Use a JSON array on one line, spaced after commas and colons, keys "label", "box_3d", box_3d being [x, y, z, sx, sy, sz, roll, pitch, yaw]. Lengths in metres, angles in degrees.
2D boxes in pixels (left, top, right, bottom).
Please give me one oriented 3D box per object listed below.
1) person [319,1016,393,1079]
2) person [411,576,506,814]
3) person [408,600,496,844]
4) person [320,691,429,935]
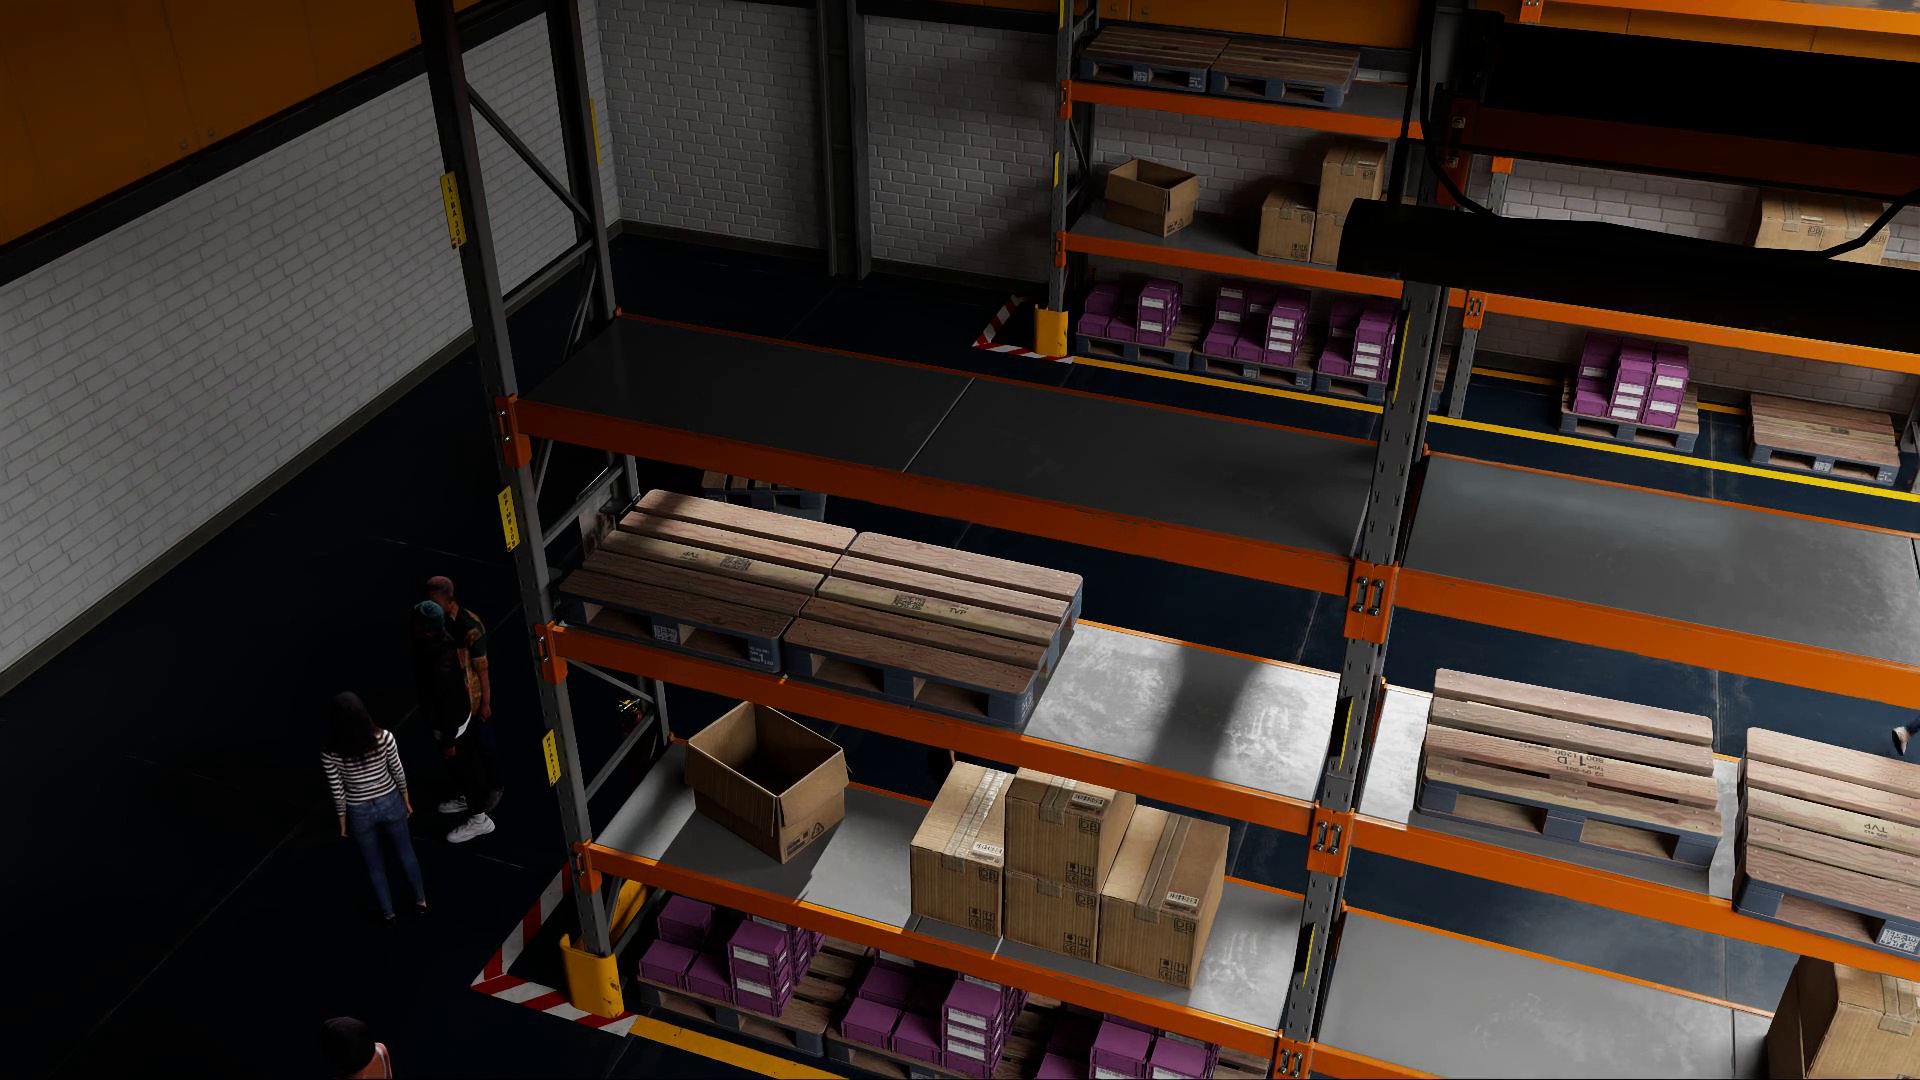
[{"label": "person", "box_3d": [-2.857, 2.931, 8.132, 0.516, 1.700, 0.578, 13, 36, 19]}, {"label": "person", "box_3d": [-3.294, 0.993, 10.951, 0.596, 1.808, 0.759, 9, 35, 14]}, {"label": "person", "box_3d": [-3.300, 1.142, 10.717, 0.807, 1.818, 0.756, -13, 36, -19]}, {"label": "person", "box_3d": [-3.508, 1.648, 9.976, 0.647, 1.796, 0.697, -16, 37, -23]}]
